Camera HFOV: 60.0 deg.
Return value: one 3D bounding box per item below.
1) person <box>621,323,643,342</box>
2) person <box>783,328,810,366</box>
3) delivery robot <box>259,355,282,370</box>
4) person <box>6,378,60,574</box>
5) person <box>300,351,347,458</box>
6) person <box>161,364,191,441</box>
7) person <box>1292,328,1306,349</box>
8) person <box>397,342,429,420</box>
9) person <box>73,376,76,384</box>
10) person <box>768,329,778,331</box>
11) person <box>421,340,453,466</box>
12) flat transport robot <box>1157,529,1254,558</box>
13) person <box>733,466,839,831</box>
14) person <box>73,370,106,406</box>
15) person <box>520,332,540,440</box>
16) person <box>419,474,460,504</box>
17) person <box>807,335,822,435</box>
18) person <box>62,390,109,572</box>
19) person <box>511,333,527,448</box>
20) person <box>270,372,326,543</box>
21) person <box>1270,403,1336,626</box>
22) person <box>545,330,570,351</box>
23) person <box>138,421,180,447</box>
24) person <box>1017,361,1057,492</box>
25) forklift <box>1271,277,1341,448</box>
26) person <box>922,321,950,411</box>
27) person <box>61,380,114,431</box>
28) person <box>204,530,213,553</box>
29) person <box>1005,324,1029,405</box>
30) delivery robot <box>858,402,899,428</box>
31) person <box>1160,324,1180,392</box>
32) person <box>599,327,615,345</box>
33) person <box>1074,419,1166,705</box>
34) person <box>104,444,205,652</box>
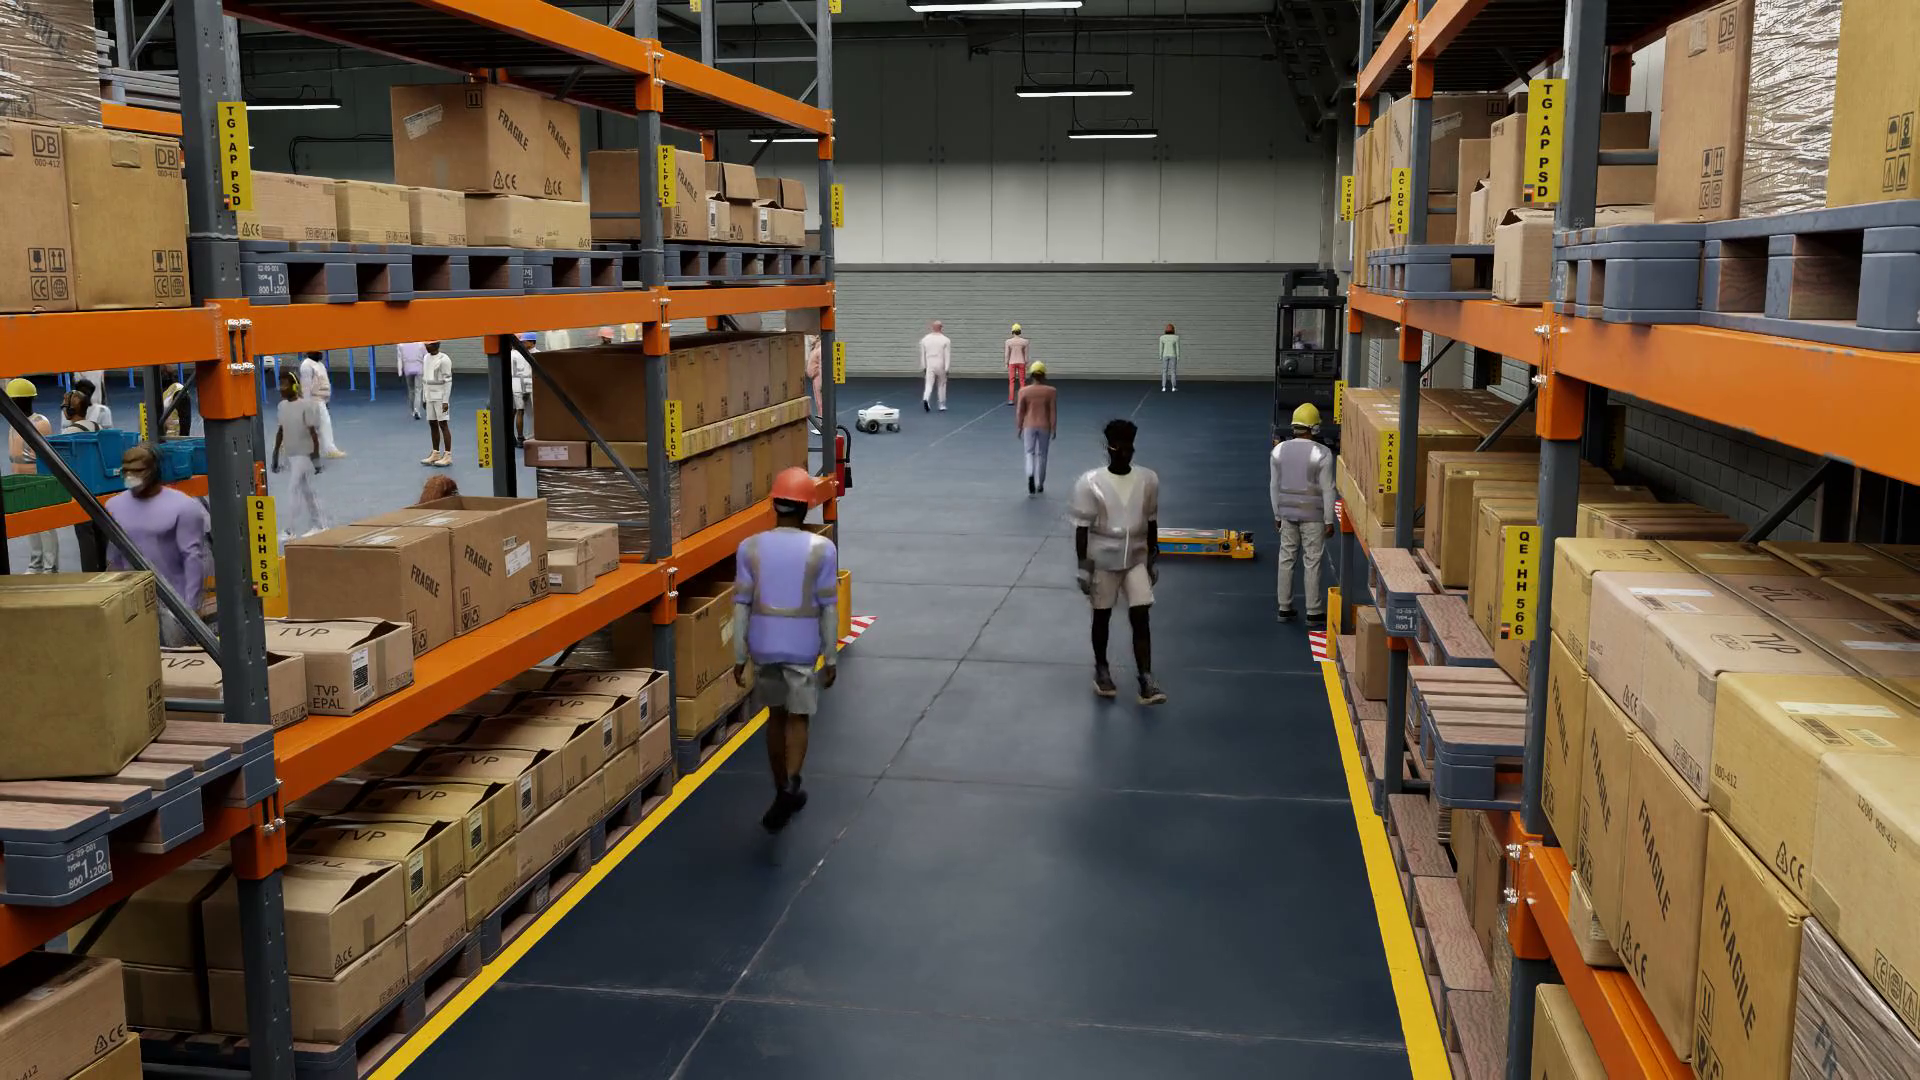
[{"bbox_3d":[-8.278,-4.845,42.011,0.542,1.939,0.369,0,9,-2],"label":"person"},{"bbox_3d":[-3.702,-4.114,37.549,0.659,1.921,0.512,-3,10,-17],"label":"person"},{"bbox_3d":[-19.795,-5.084,47.585,0.707,0.478,0.477,1,9,9],"label":"delivery robot"},{"bbox_3d":[-8.655,-0.540,15.497,0.585,1.927,0.366,6,11,34],"label":"person"},{"bbox_3d":[-10.164,-2.200,26.111,0.901,1.812,0.633,-1,9,-4],"label":"person"},{"bbox_3d":[-9.439,-1.204,19.865,0.629,1.839,0.429,6,11,35],"label":"person"},{"bbox_3d":[6.174,-2.929,30.429,0.399,1.879,0.810,6,11,31],"label":"person"},{"bbox_3d":[-10.818,-3.350,32.939,0.597,1.889,0.926,-1,9,-8],"label":"person"},{"bbox_3d":[-17.473,-3.227,32.987,0.674,1.614,0.540,-1,9,-4],"label":"person"},{"bbox_3d":[-3.432,-3.001,30.925,0.564,1.846,0.389,5,10,27],"label":"person"},{"bbox_3d":[-7.878,-2.131,24.963,0.607,2.040,0.378,7,11,36],"label":"person"},{"bbox_3d":[2.319,0.022,17.257,1.431,0.197,0.652,1,9,9],"label":"flat transport robot"},{"bbox_3d":[-0.924,0.578,8.699,0.553,1.908,0.756,1,9,9],"label":"person"},{"bbox_3d":[-12.841,-1.979,24.553,0.310,1.868,0.532,4,10,23],"label":"person"},{"bbox_3d":[-7.074,-2.494,27.484,0.605,1.948,0.388,9,13,43],"label":"person"},{"bbox_3d":[-3.321,0.398,10.690,0.523,1.630,0.331,3,10,20],"label":"person"},{"bbox_3d":[-2.533,-2.830,29.765,0.401,1.891,0.645,-3,10,-16],"label":"person"},{"bbox_3d":[-7.955,-0.435,15.104,0.341,1.846,0.510,1,9,5],"label":"person"},{"bbox_3d":[-7.331,-2.502,27.562,0.547,1.938,0.379,8,12,42],"label":"person"},{"bbox_3d":[-7.241,-0.889,17.923,0.541,1.830,0.890,6,11,31],"label":"person"},{"bbox_3d":[2.856,-0.216,13.779,0.591,1.837,0.403,8,12,42],"label":"person"},{"bbox_3d":[-9.269,-4.209,38.260,0.631,1.884,1.170,4,10,24],"label":"person"},{"bbox_3d":[-7.732,-0.473,16.089,0.767,1.604,0.502,8,12,39],"label":"person"},{"bbox_3d":[1.014,-1.481,21.869,0.528,1.746,0.713,0,9,2],"label":"person"},{"bbox_3d":[5.847,-3.016,27.970,1.129,2.768,1.873,1,9,9],"label":"forklift"},{"bbox_3d":[-0.507,-3.613,34.599,0.647,1.882,0.843,3,10,18],"label":"person"},{"bbox_3d":[-9.984,-0.997,19.048,0.548,1.674,0.563,-4,10,-23],"label":"person"},{"bbox_3d":[-7.225,-0.631,16.496,0.773,1.789,0.625,1,9,4],"label":"person"},{"bbox_3d":[1.237,-3.827,36.260,0.525,1.772,0.305,-1,9,-6],"label":"person"},{"bbox_3d":[-1.471,-2.264,30.193,0.707,0.478,0.477,-5,10,-27],"label":"delivery robot"},{"bbox_3d":[5.081,-4.413,40.293,0.497,1.632,0.289,3,10,16],"label":"person"},{"bbox_3d":[-6.378,-2.894,30.061,0.627,1.907,0.543,9,13,44],"label":"person"},{"bbox_3d":[1.096,0.159,11.164,0.642,1.922,0.937,-2,9,-13],"label":"person"},{"bbox_3d":[-4.812,0.386,9.878,0.653,1.889,0.987,1,9,3],"label":"person"}]
